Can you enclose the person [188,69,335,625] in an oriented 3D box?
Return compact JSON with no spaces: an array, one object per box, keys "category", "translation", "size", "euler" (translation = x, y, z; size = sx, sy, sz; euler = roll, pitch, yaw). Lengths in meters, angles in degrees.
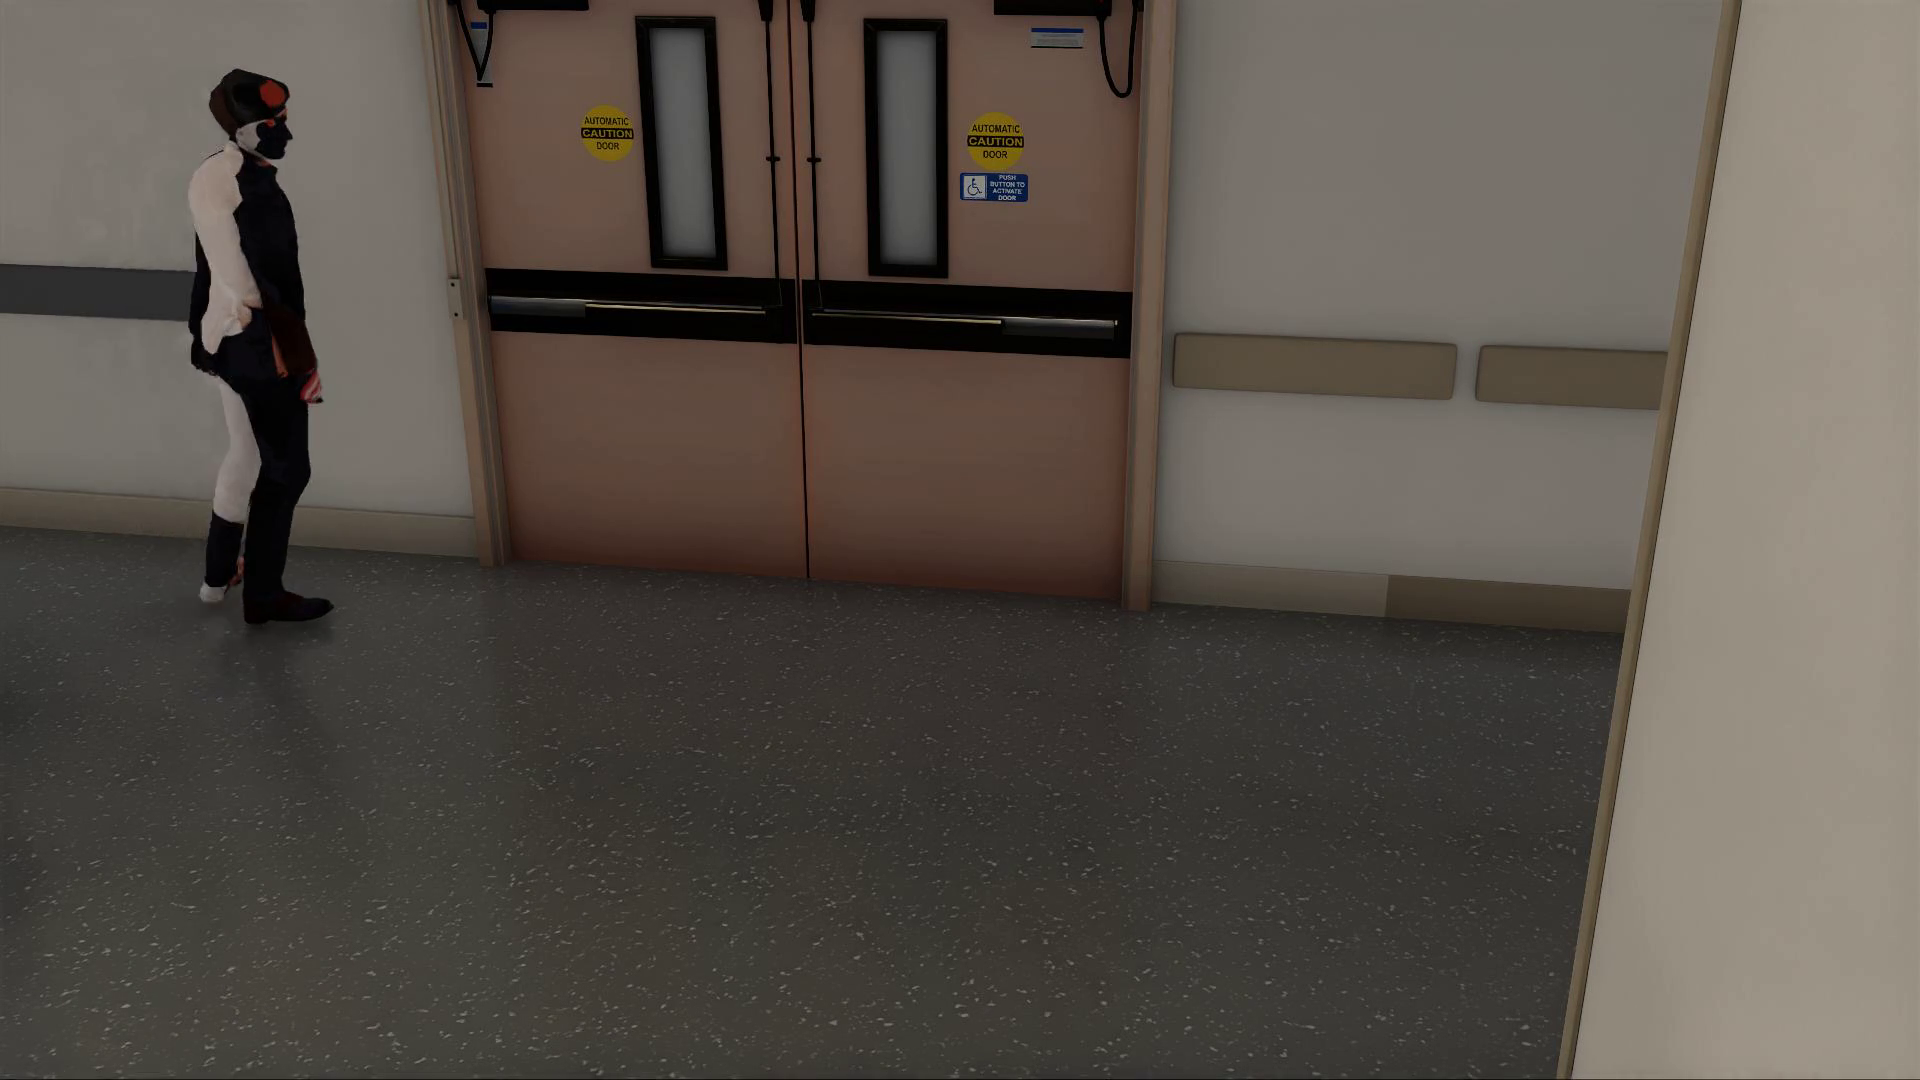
[{"category":"person","translation":[-2.413,-0.599,5.546],"size":[0.906,1.855,1.013],"euler":[14,25,32]}]
